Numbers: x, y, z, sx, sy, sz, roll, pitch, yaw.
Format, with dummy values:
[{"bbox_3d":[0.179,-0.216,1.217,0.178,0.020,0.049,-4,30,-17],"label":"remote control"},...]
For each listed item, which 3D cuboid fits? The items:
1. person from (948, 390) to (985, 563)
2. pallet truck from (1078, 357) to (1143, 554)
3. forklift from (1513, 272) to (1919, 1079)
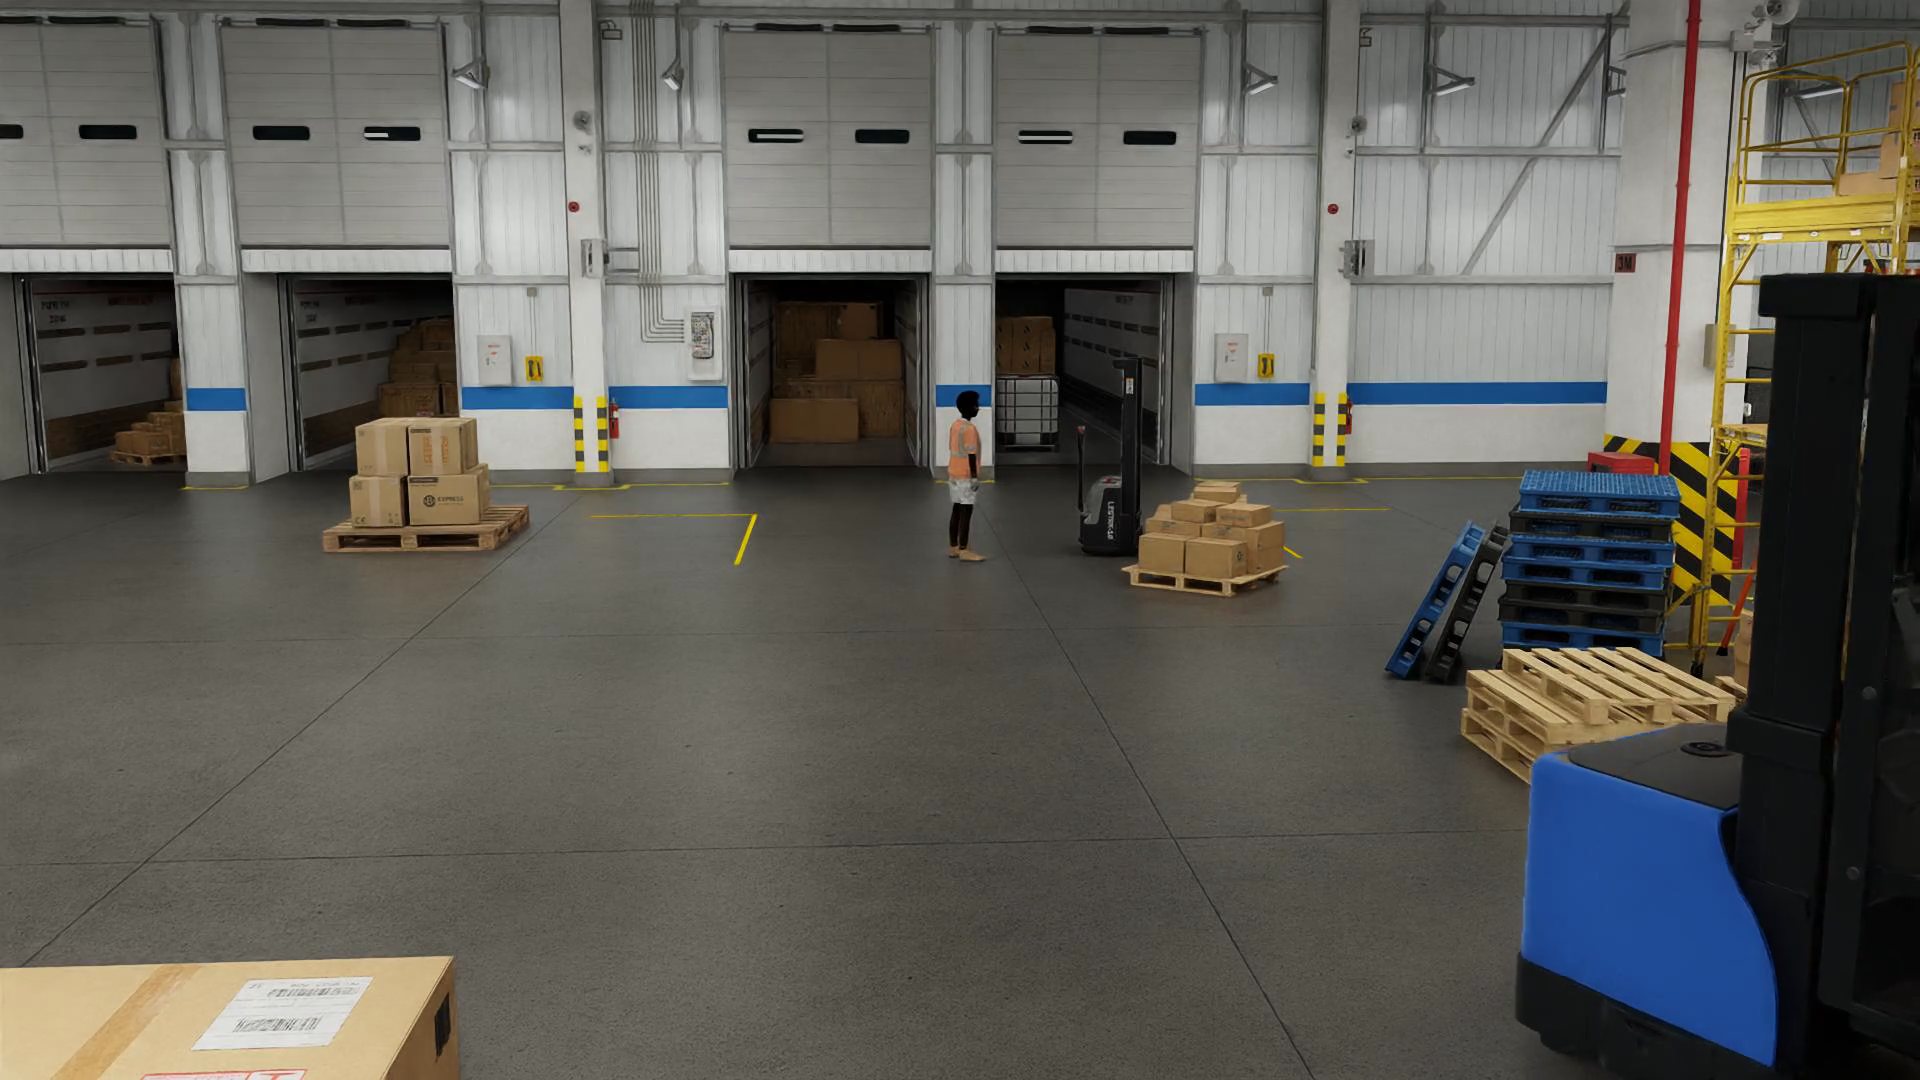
[{"bbox_3d":[0.055,-0.631,16.405,0.320,1.698,0.538,-3,10,-19],"label":"person"},{"bbox_3d":[2.088,-0.836,16.757,1.885,1.965,0.823,2,9,13],"label":"pallet truck"},{"bbox_3d":[2.943,0.525,5.452,1.129,2.768,1.873,-5,11,-30],"label":"forklift"}]
